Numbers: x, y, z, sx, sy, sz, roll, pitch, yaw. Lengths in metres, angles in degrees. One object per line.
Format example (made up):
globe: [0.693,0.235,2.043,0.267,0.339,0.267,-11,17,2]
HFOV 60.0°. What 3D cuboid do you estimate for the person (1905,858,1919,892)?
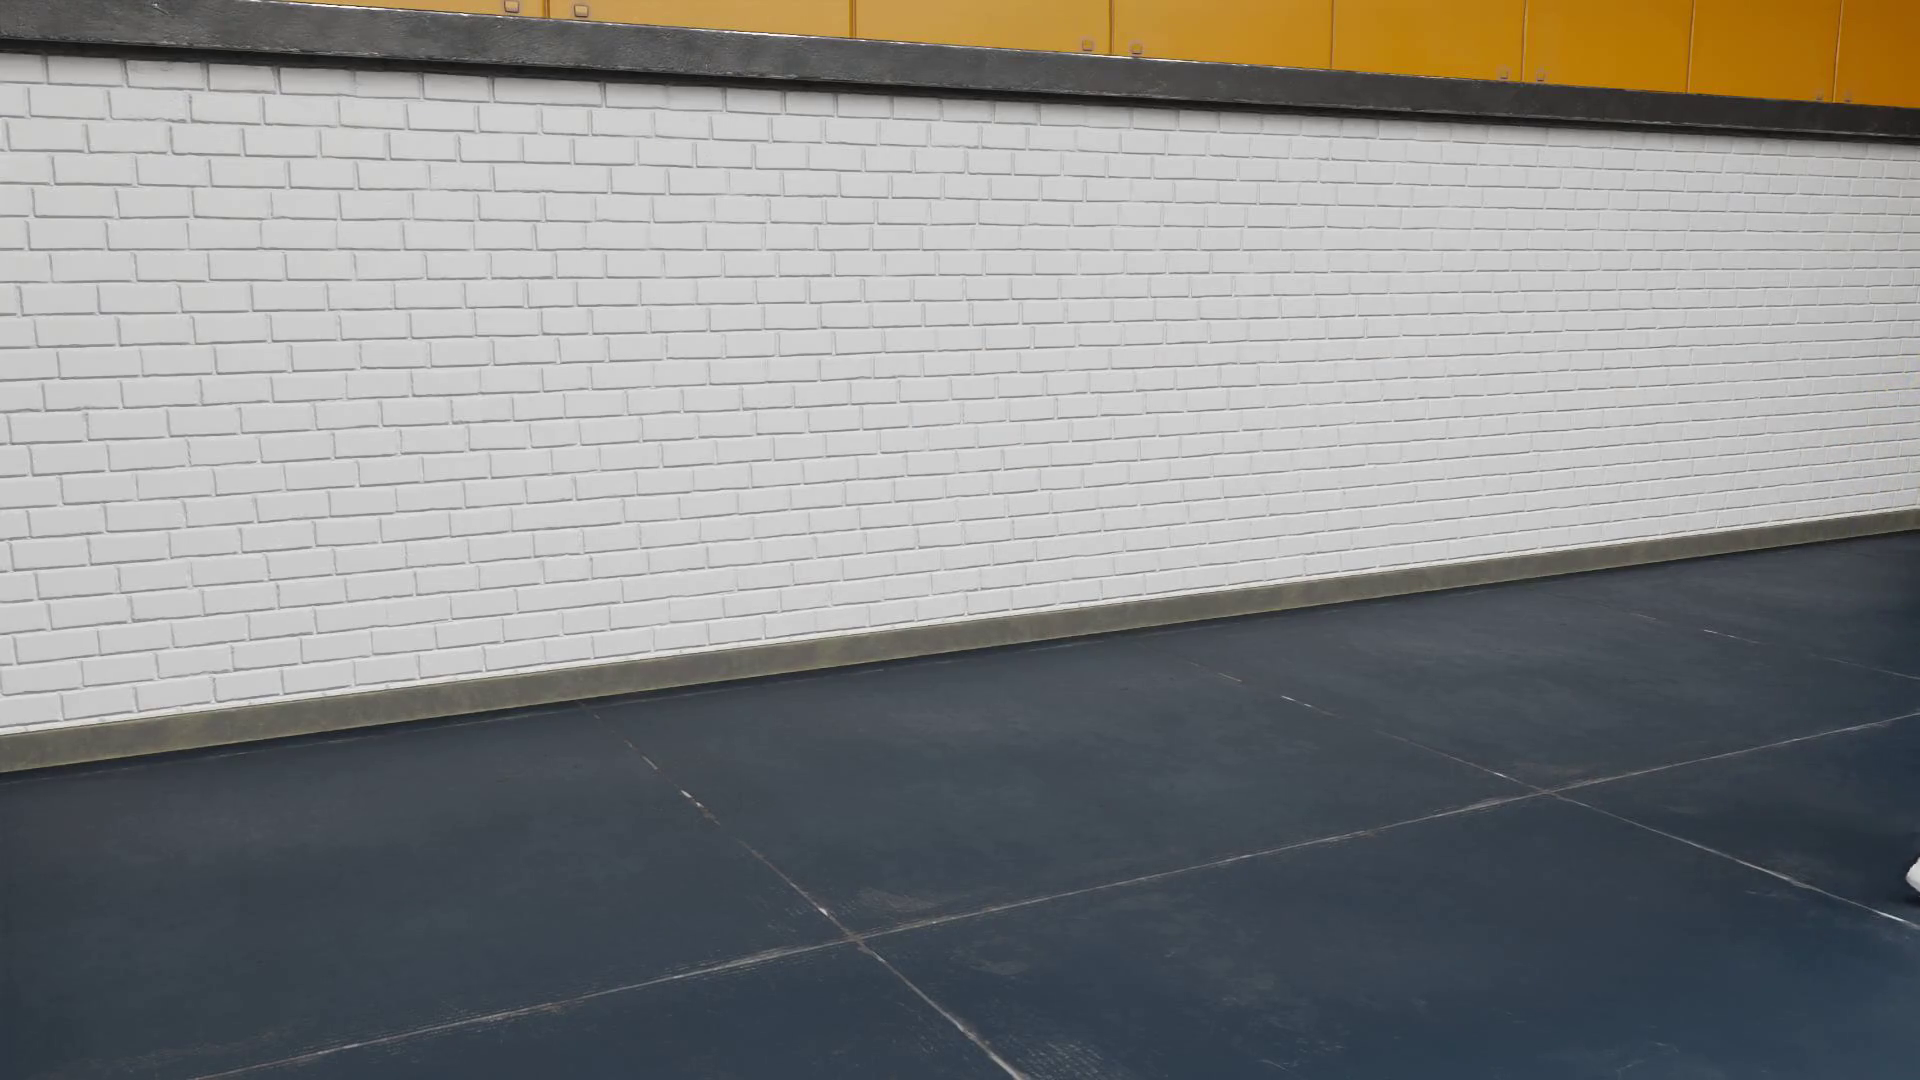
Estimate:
person: [3.444,0.464,5.087,0.487,1.587,0.882,-10,14,-44]
